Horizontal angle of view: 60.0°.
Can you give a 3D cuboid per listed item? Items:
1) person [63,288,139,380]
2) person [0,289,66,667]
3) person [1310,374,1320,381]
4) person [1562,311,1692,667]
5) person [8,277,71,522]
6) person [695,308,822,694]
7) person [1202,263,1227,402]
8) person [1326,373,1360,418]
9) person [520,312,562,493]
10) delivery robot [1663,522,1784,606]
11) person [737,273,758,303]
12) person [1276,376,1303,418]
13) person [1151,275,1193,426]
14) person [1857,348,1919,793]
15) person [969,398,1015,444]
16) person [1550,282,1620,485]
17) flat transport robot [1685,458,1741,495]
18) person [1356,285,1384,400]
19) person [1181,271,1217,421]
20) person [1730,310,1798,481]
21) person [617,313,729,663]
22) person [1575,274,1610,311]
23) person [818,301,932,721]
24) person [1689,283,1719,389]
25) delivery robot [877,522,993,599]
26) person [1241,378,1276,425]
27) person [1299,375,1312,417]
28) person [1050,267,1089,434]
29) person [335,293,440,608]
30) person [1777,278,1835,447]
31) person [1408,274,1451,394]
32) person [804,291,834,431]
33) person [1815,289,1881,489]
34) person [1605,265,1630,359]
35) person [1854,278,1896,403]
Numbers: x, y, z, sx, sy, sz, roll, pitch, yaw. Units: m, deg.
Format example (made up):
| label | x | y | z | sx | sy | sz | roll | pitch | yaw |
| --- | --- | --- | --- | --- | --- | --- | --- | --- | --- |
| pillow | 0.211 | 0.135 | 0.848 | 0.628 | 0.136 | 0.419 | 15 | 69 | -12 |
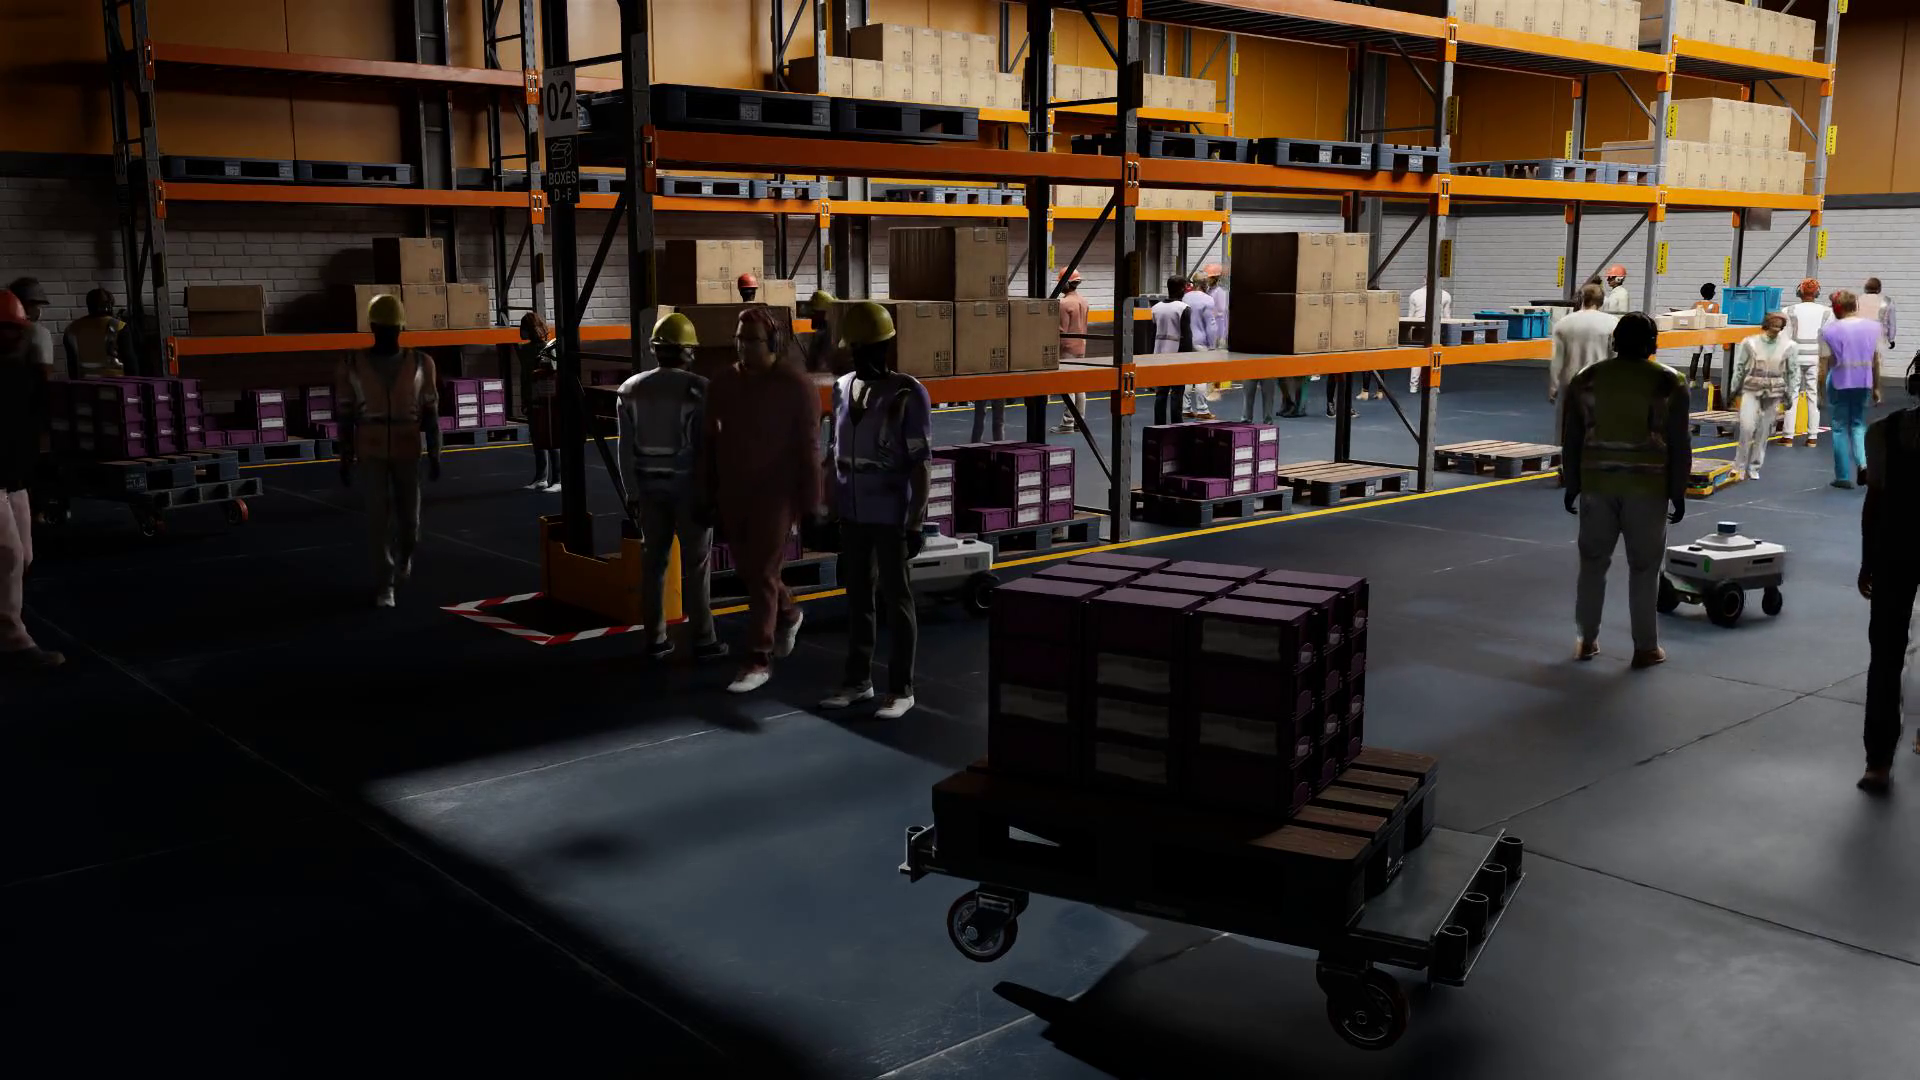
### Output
| label | x | y | z | sx | sy | sz | roll | pitch | yaw |
| --- | --- | --- | --- | --- | --- | --- | --- | --- | --- |
| person | -7.613 | -1.318 | 14.859 | 0.621 | 1.838 | 0.429 | 1 | 10 | 3 |
| person | -5.071 | -0.308 | 8.576 | 0.719 | 1.973 | 0.635 | 0 | 10 | -1 |
| person | 6.030 | -3.538 | 28.421 | 0.310 | 1.642 | 0.514 | -2 | 10 | -10 |
| person | 3.469 | -0.264 | 8.673 | 0.634 | 1.839 | 0.429 | 6 | 12 | 32 |
| person | -7.384 | -1.086 | 12.898 | 0.697 | 2.000 | 0.960 | 5 | 11 | 25 |
| person | -0.992 | -0.233 | 8.408 | 0.653 | 1.884 | 0.881 | 5 | 11 | 26 |
| person | 3.643 | -3.014 | 24.237 | 0.459 | 2.022 | 0.637 | -4 | 10 | -21 |
| person | 5.070 | -2.580 | 21.880 | 0.601 | 1.961 | 0.372 | -4 | 10 | -20 |
| person | -3.798 | -1.237 | 15.005 | 0.497 | 1.626 | 0.287 | 9 | 13 | 41 |
| delivery robot | 4.510 | 0.136 | 9.813 | 0.707 | 0.478 | 0.477 | -5 | 11 | -27 |
| person | -2.363 | -2.015 | 18.648 | 0.547 | 1.934 | 0.376 | -4 | 10 | -22 |
| person | 4.375 | -2.540 | 21.782 | 0.475 | 1.910 | 0.571 | -8 | 12 | -39 |
| person | 2.413 | -2.056 | 18.954 | 0.392 | 1.914 | 0.587 | -8 | 12 | -38 |
| person | 3.961 | 0.075 | 6.811 | 0.525 | 1.807 | 0.956 | 7 | 12 | 37 |
| person | 0.278 | -1.447 | 15.529 | 0.518 | 1.865 | 0.323 | 5 | 11 | 28 |
| person | 5.802 | -1.457 | 15.517 | 0.617 | 1.899 | 0.997 | 9 | 13 | 44 |
| flat transport robot | 6.654 | -0.604 | 15.247 | 0.652 | 0.197 | 1.431 | 7 | 12 | 36 |
| person | 6.082 | -2.907 | 24.563 | 0.532 | 1.697 | 0.322 | -3 | 10 | -17 |
| person | 3.077 | -2.505 | 21.524 | 0.371 | 1.934 | 0.627 | -7 | 12 | -36 |
| person | 7.581 | -1.353 | 15.681 | 0.538 | 1.614 | 0.600 | 3 | 10 | 18 |
| person | -1.487 | -0.270 | 8.736 | 0.600 | 1.827 | 0.403 | 3 | 10 | 15 |
| person | 9.139 | -2.913 | 24.100 | 0.533 | 1.868 | 0.310 | 5 | 11 | 29 |
| person | -0.400 | -0.133 | 7.662 | 0.585 | 1.922 | 0.377 | 7 | 12 | 37 |
| person | 11.913 | -3.255 | 26.603 | 0.319 | 1.696 | 0.532 | -5 | 11 | -26 |
| delivery robot | -0.170 | 0.137 | 9.808 | 0.707 | 0.478 | 0.477 | -6 | 11 | -29 |
| person | 3.434 | -1.988 | 19.072 | 0.483 | 1.736 | 0.311 | 4 | 10 | 21 |
| person | 4.656 | -2.525 | 22.186 | 0.539 | 1.741 | 0.766 | 6 | 12 | 33 |
| person | 1.318 | -2.269 | 19.959 | 0.375 | 1.995 | 0.611 | 6 | 12 | 33 |
| person | -3.518 | -0.562 | 10.233 | 0.602 | 1.904 | 0.621 | -4 | 10 | -22 |
| person | 9.396 | -1.971 | 18.534 | 0.584 | 1.882 | 0.337 | 2 | 10 | 11 |
| person | 7.251 | -3.201 | 25.721 | 0.645 | 1.897 | 0.397 | 3 | 10 | 18 |
| person | -1.269 | -1.317 | 14.917 | 0.743 | 1.801 | 0.601 | -5 | 11 | -28 |
| person | 8.089 | -1.366 | 15.172 | 0.611 | 1.819 | 0.433 | 0 | 10 | 0 |
| person | 9.642 | -3.048 | 24.514 | 0.379 | 1.996 | 0.608 | 1 | 10 | 7 |
| person | 13.255 | -2.897 | 24.204 | 0.623 | 1.794 | 0.945 | 8 | 12 | 39 |
